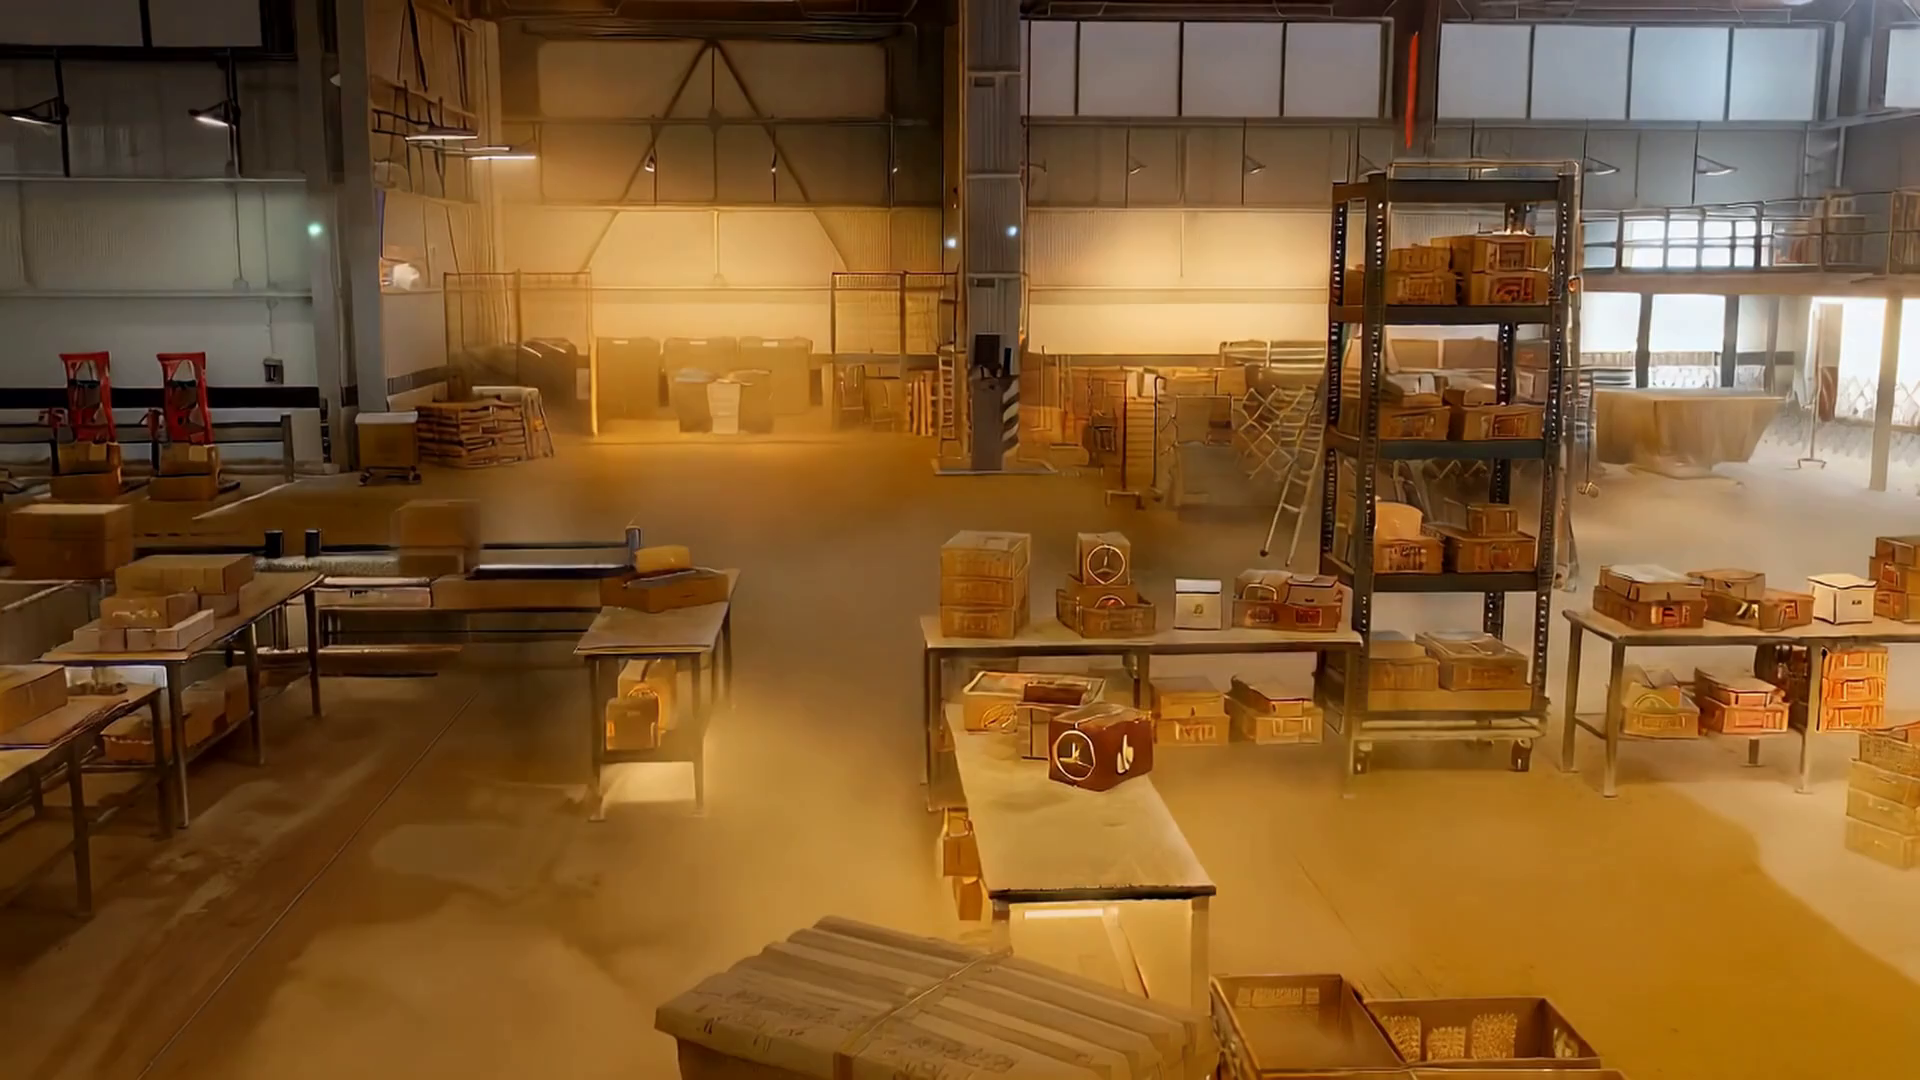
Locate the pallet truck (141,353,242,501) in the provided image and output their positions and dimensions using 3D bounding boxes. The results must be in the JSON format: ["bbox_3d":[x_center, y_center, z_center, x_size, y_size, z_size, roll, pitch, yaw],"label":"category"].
[{"bbox_3d":[-10.520,-1.604,22.925,0.823,1.965,1.885,-1,9,-6],"label":"pallet truck"}]

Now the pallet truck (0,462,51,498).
[{"bbox_3d":[-13.193,-1.293,23.148,0.653,1.274,1.630,-1,9,-4],"label":"pallet truck"}]

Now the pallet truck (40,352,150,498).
[{"bbox_3d":[-11.907,-1.642,23.165,0.823,1.965,1.885,0,9,0],"label":"pallet truck"}]
